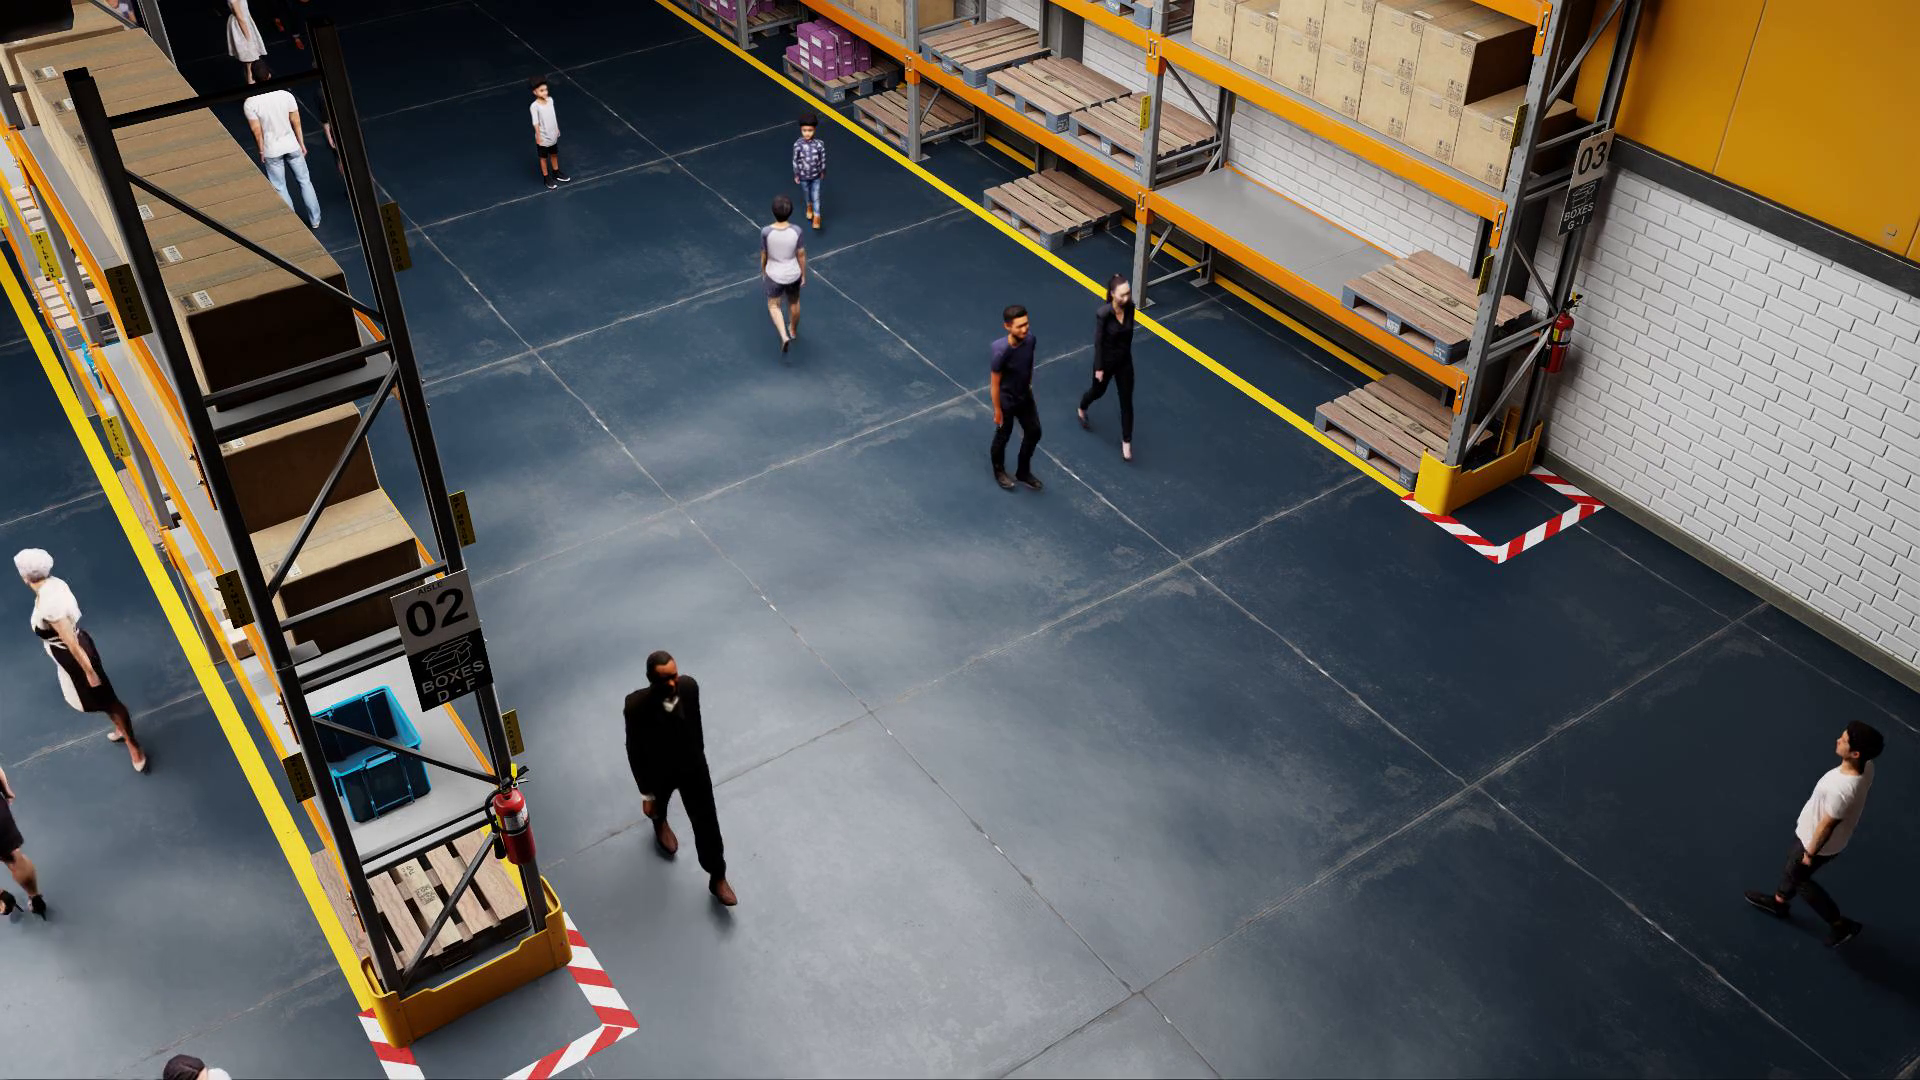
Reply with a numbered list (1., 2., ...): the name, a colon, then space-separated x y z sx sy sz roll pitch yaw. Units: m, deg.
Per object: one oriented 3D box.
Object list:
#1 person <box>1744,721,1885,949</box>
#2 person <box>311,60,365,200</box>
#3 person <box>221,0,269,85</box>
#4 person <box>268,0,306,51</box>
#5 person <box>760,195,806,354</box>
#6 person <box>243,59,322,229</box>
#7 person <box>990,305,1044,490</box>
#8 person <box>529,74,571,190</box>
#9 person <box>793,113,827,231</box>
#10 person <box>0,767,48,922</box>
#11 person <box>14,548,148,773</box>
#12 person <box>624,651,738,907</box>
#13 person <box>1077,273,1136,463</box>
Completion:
1. person: 5.291 1.795 10.038 0.966 1.705 0.763 29 47 31
2. person: -6.483 -4.272 17.652 0.694 1.683 0.779 -28 46 -30
3. person: -8.460 -5.944 19.674 0.736 1.774 0.606 -18 42 -21
4. person: -8.748 -7.174 21.215 0.700 1.773 0.975 -21 43 -24
5. person: -1.642 -2.455 15.488 0.759 1.546 0.941 -8 39 -10
6. person: -7.054 -4.079 17.265 0.662 1.866 0.534 -24 44 -27
7. person: 0.375 -1.213 13.746 0.689 1.777 0.716 -28 46 -31
8. person: -4.554 -4.517 18.301 0.570 1.258 0.553 23 44 26
9. person: -1.595 -3.930 17.595 0.757 1.220 0.906 -2 39 -2
10. person: -5.909 1.750 10.095 0.746 1.704 0.744 24 44 27
11. person: -5.883 0.827 11.233 0.841 1.726 0.506 -29 47 -32
12. person: -1.859 1.373 10.437 0.776 1.866 1.280 -19 42 -22
13. person: 1.243 -1.521 14.214 0.669 1.675 1.090 -19 42 -22
